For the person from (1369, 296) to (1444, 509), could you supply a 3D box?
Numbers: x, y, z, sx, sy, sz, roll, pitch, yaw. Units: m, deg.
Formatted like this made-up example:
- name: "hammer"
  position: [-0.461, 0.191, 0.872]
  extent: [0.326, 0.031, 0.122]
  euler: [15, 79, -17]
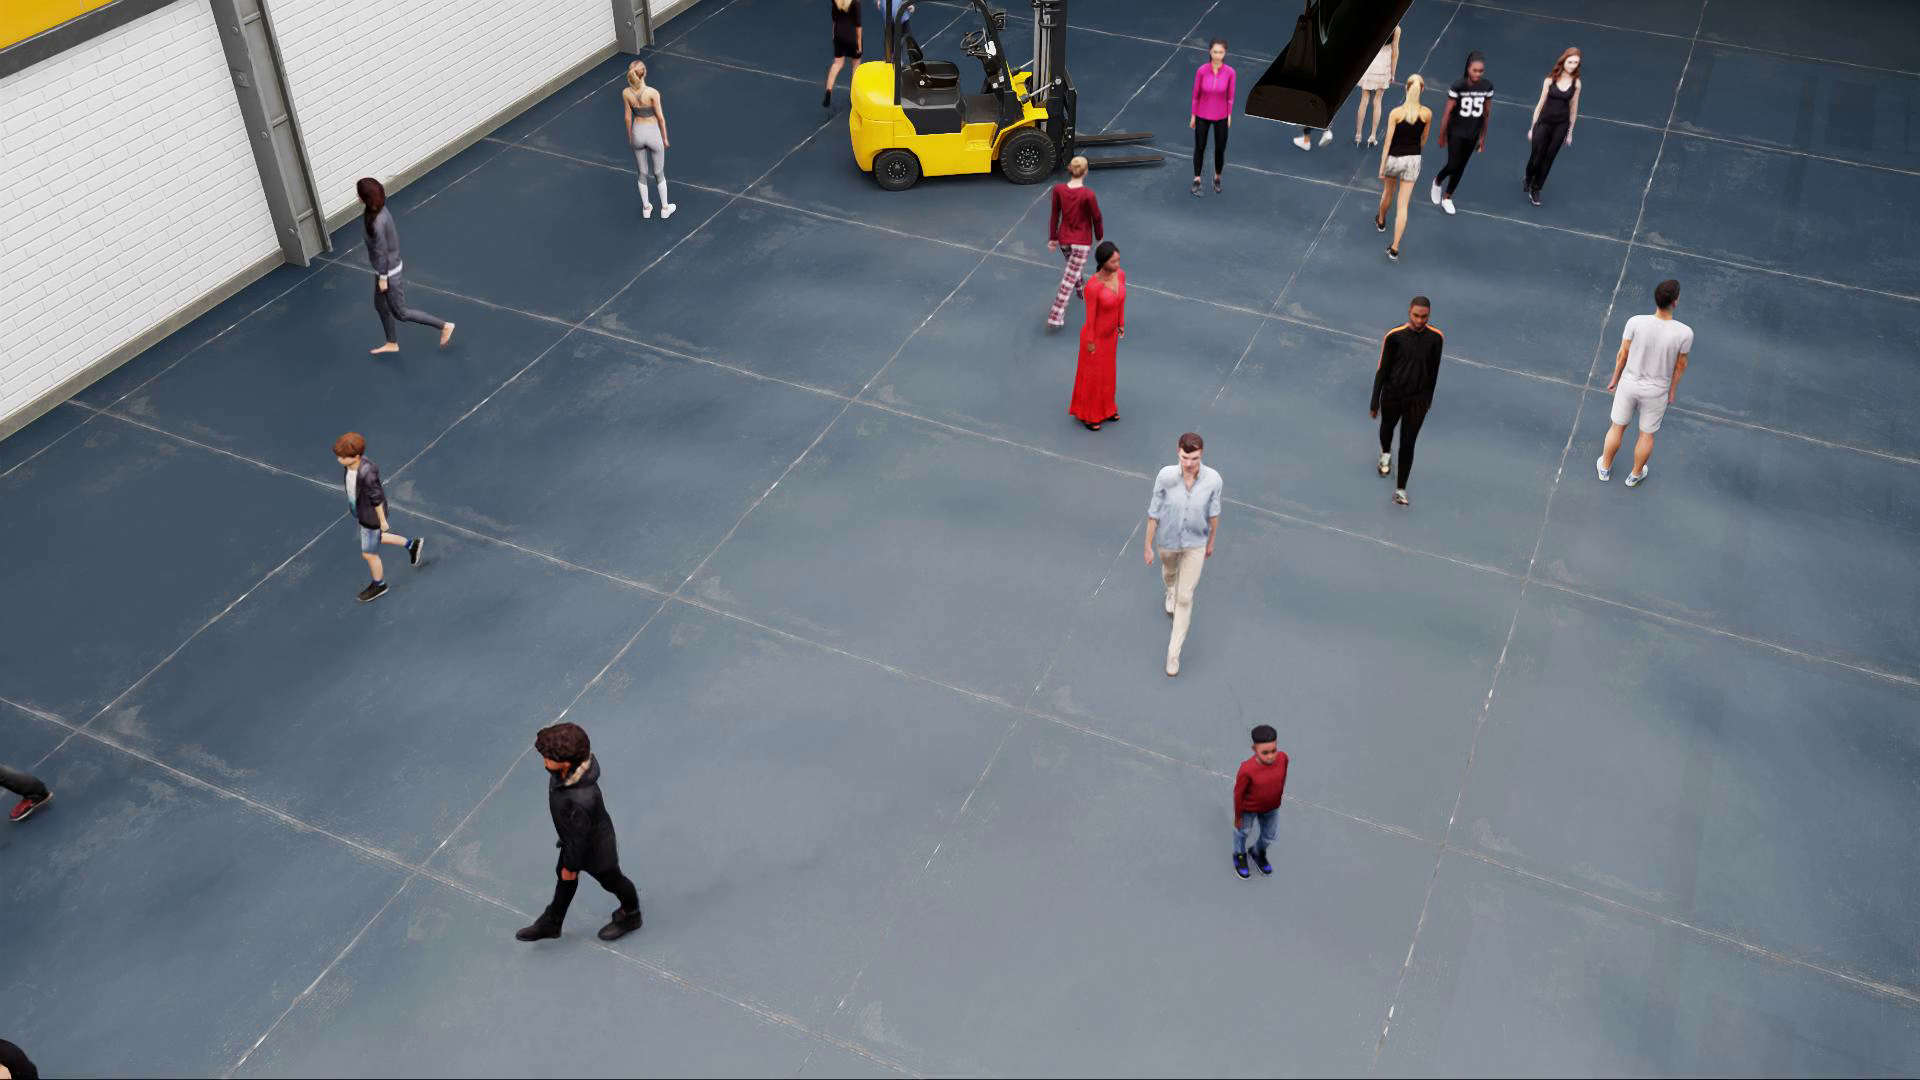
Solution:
- name: "person"
  position: [3.601, -1.221, 13.516]
  extent: [0.869, 1.764, 1.220]
  euler: [6, 39, 7]

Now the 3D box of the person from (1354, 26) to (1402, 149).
- name: "person"
  position: [4.632, -5.218, 18.540]
  extent: [0.583, 1.739, 0.539]
  euler: [13, 40, 16]

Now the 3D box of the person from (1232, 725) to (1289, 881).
- name: "person"
  position: [1.835, 1.594, 10.406]
  extent: [0.591, 1.246, 0.647]
  euler: [-12, 40, -14]

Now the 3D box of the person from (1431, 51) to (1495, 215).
- name: "person"
  position: [5.225, -4.273, 17.371]
  extent: [0.771, 1.721, 0.837]
  euler: [-4, 39, -5]

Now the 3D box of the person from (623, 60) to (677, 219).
- name: "person"
  position: [-3.245, -4.150, 17.232]
  extent: [0.642, 1.703, 0.644]
  euler: [3, 39, 4]

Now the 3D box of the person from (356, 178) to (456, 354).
- name: "person"
  position: [-5.093, -2.452, 15.072]
  extent: [1.087, 1.745, 1.012]
  euler: [-14, 41, -17]

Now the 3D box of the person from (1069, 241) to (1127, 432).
- name: "person"
  position: [1.195, -1.749, 14.166]
  extent: [0.663, 1.788, 0.785]
  euler: [-32, 48, -34]

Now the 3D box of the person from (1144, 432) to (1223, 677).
- name: "person"
  position: [1.604, -0.040, 12.006]
  extent: [0.871, 1.804, 1.297]
  euler: [7, 39, 8]

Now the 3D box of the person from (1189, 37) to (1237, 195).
- name: "person"
  position: [2.680, -4.534, 17.724]
  extent: [0.664, 1.699, 0.669]
  euler: [5, 39, 7]

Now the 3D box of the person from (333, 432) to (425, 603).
- name: "person"
  position: [-4.410, -0.232, 12.545]
  extent: [0.939, 1.431, 0.747]
  euler: [-29, 47, -31]

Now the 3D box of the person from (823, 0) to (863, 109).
- name: "person"
  position: [-1.359, -5.781, 19.312]
  extent: [0.661, 1.657, 0.974]
  euler: [17, 42, 20]

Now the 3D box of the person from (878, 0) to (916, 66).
- name: "person"
  position: [-0.813, -6.410, 19.986]
  extent: [0.656, 1.798, 0.831]
  euler: [15, 41, 18]

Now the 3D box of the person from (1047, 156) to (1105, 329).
- name: "person"
  position: [1.036, -2.745, 15.518]
  extent: [0.753, 1.648, 1.132]
  euler: [23, 44, 26]

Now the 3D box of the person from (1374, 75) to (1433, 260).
- name: "person"
  position: [4.440, -3.703, 16.600]
  extent: [0.835, 1.794, 1.237]
  euler: [4, 39, 5]

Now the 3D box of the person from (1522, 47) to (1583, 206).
- name: "person"
  position: [6.211, -4.404, 17.527]
  extent: [0.719, 1.731, 0.800]
  euler: [4, 39, 5]

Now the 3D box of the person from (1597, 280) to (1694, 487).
- name: "person"
  position: [5.550, -1.259, 13.492]
  extent: [0.680, 1.853, 0.571]
  euler: [18, 42, 21]

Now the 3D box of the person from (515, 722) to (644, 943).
- name: "person"
  position: [-2.119, 1.734, 9.826]
  extent: [1.079, 1.751, 0.953]
  euler: [-20, 43, -23]
